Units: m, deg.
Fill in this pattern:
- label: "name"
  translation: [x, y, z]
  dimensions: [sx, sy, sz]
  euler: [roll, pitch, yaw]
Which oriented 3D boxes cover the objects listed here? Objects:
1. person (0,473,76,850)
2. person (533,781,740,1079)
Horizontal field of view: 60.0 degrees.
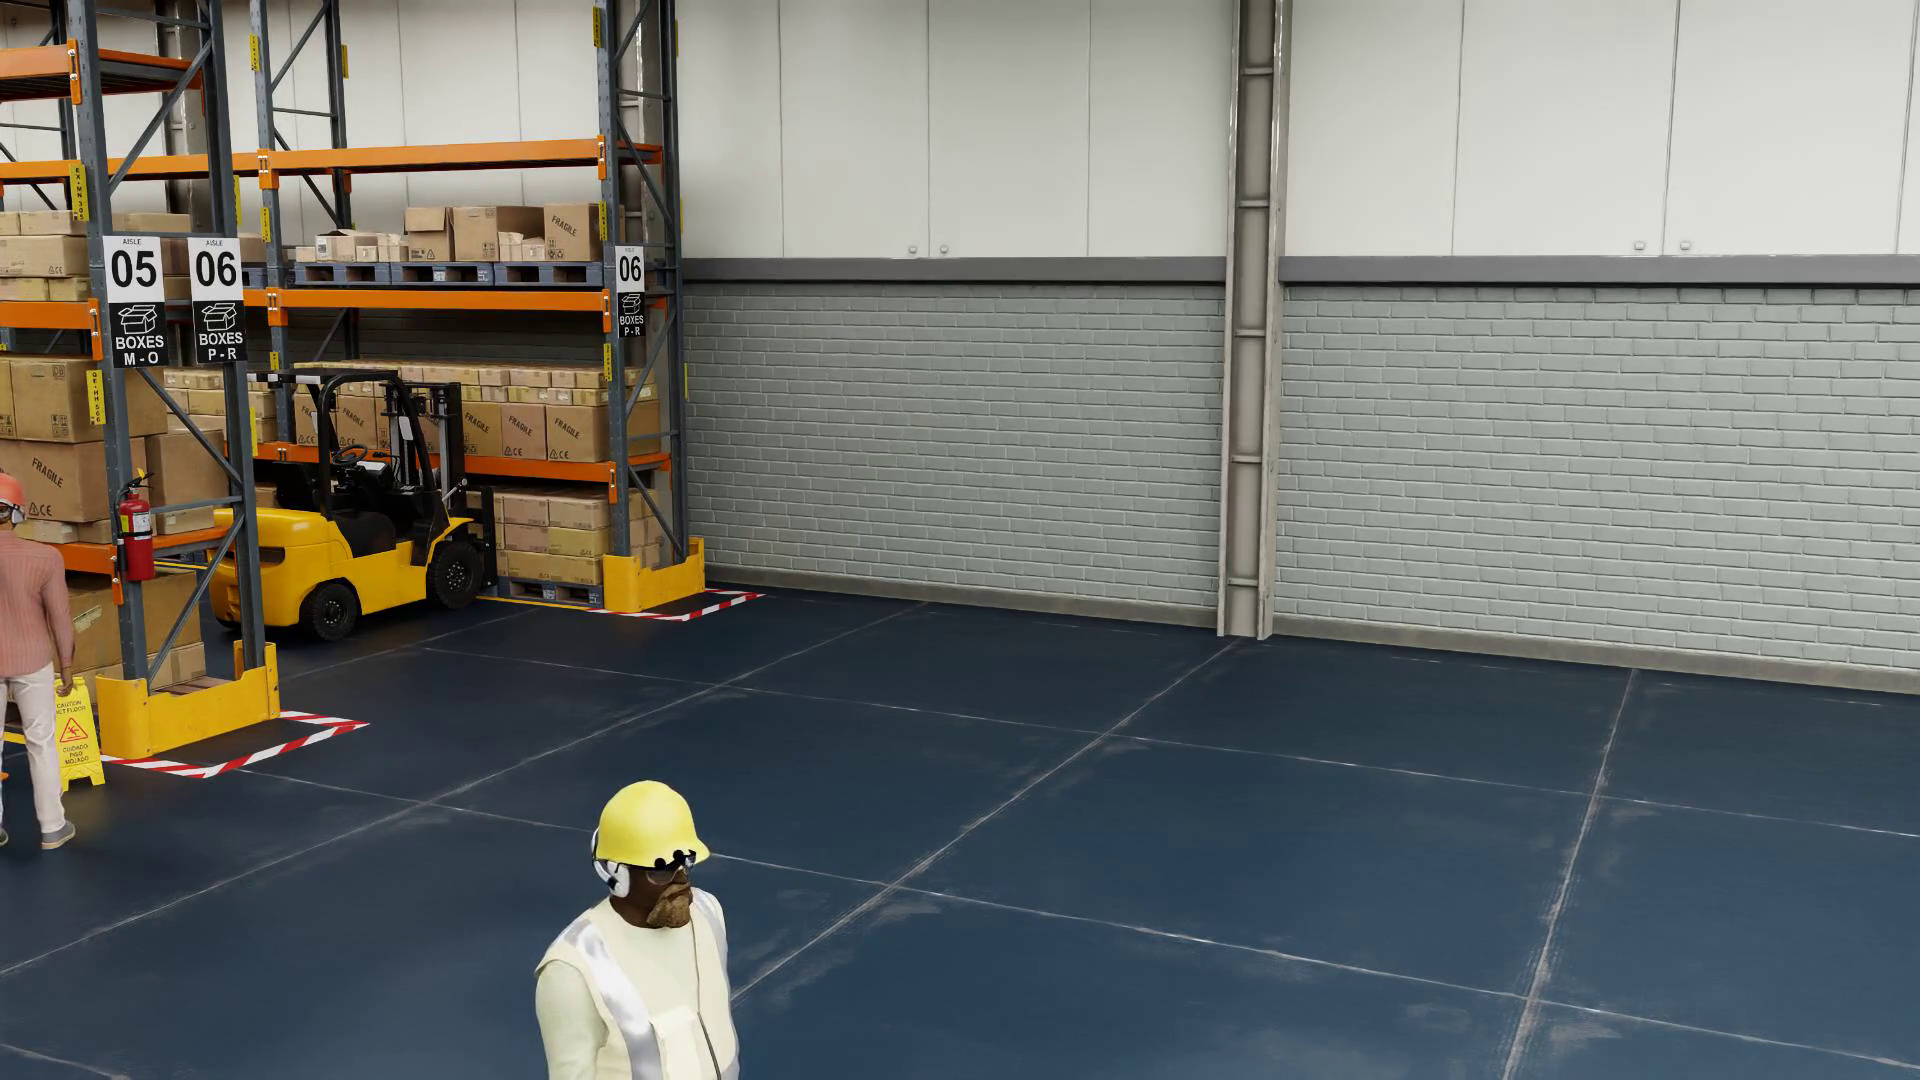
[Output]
- label: "person"
  translation: [-4.938, 0.643, 8.656]
  dimensions: [0.614, 1.986, 0.401]
  euler: [-4, 10, -22]
- label: "person"
  translation: [-0.736, 1.472, 4.038]
  dimensions: [0.404, 1.833, 0.590]
  euler: [5, 11, 28]
